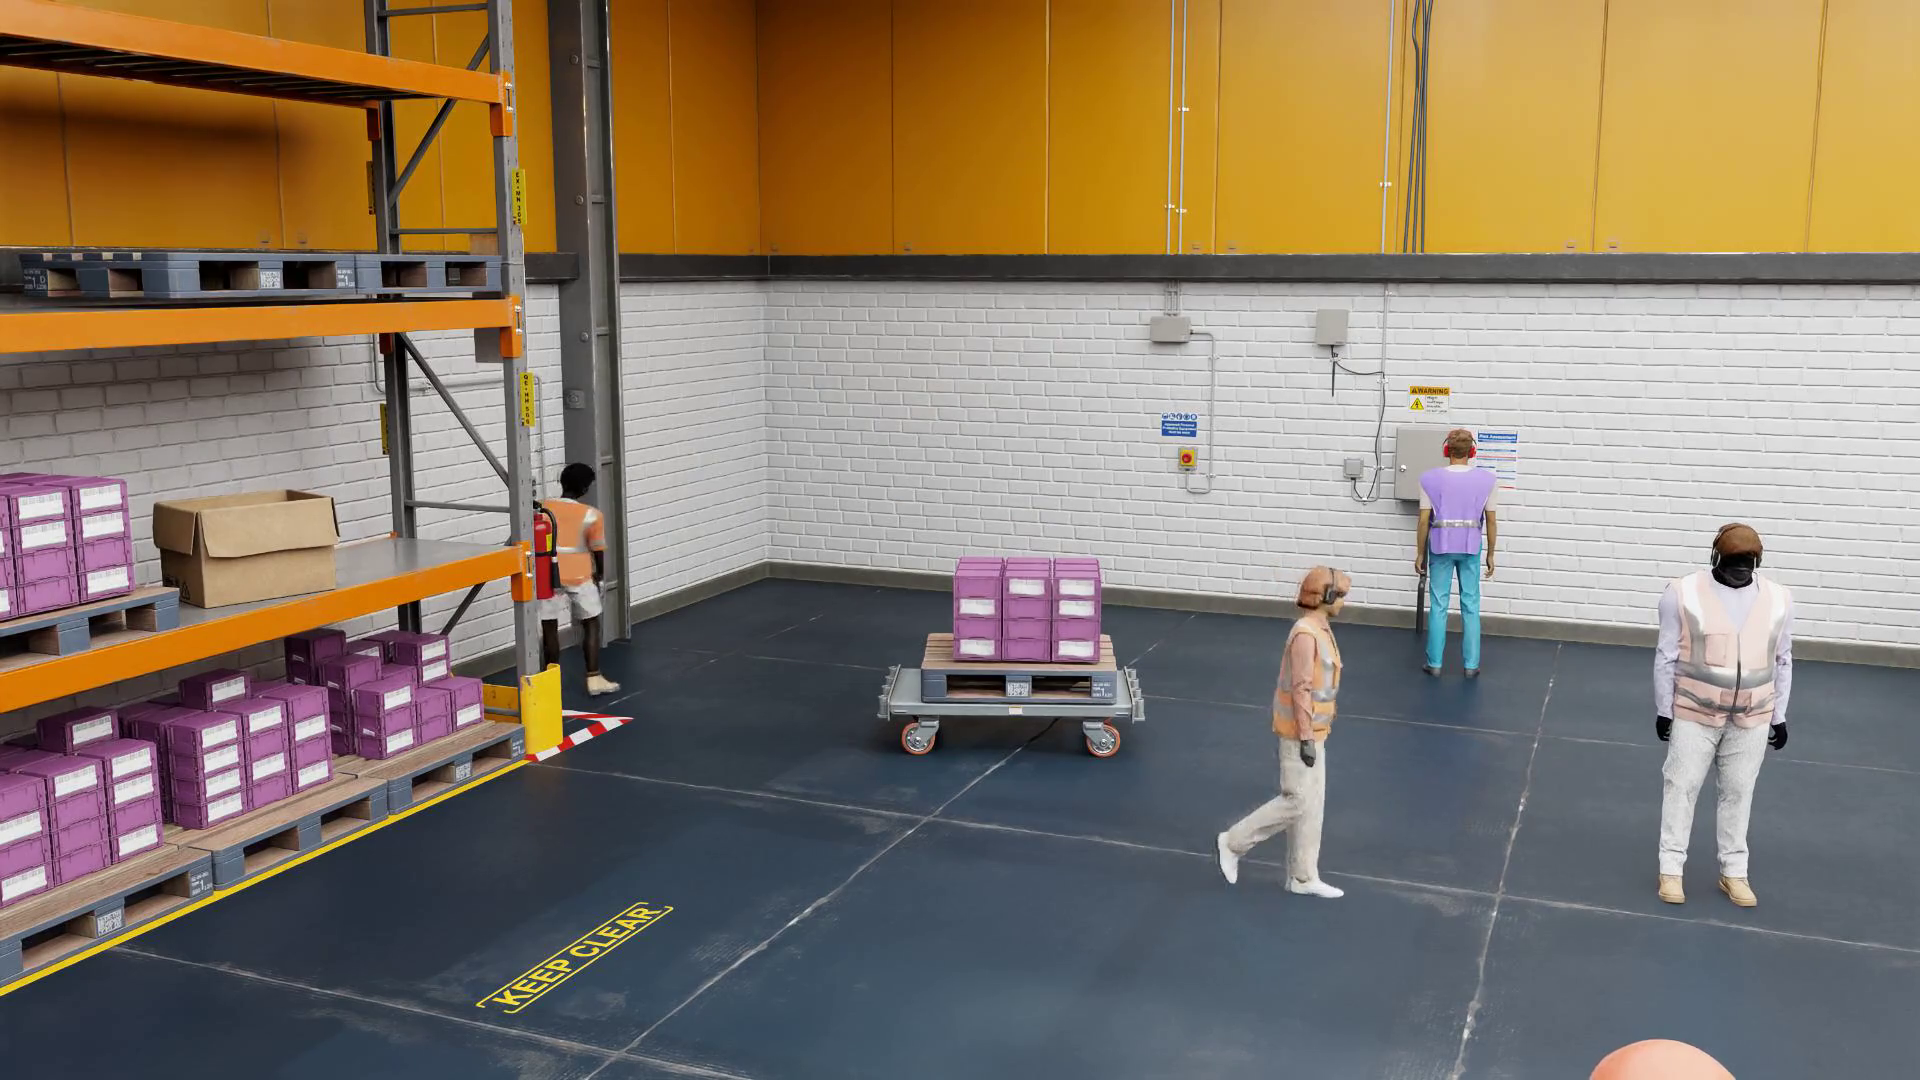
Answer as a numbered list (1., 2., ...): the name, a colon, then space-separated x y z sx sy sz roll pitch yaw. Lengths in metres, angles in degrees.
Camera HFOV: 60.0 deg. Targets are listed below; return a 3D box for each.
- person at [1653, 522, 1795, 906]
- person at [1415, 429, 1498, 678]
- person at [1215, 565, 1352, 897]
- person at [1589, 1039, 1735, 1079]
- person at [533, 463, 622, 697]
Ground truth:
1. person: 3.619 0.826 7.902 0.621 1.838 0.429 1 9 8
2. person: 3.647 0.106 12.239 0.570 1.840 0.372 2 10 10
3. person: 1.563 0.922 8.004 0.577 1.610 0.559 3 10 20
4. person: 0.935 1.663 2.344 0.616 1.993 0.395 2 10 12
5. person: -2.740 0.290 11.669 0.649 1.662 0.377 -2 10 -13
